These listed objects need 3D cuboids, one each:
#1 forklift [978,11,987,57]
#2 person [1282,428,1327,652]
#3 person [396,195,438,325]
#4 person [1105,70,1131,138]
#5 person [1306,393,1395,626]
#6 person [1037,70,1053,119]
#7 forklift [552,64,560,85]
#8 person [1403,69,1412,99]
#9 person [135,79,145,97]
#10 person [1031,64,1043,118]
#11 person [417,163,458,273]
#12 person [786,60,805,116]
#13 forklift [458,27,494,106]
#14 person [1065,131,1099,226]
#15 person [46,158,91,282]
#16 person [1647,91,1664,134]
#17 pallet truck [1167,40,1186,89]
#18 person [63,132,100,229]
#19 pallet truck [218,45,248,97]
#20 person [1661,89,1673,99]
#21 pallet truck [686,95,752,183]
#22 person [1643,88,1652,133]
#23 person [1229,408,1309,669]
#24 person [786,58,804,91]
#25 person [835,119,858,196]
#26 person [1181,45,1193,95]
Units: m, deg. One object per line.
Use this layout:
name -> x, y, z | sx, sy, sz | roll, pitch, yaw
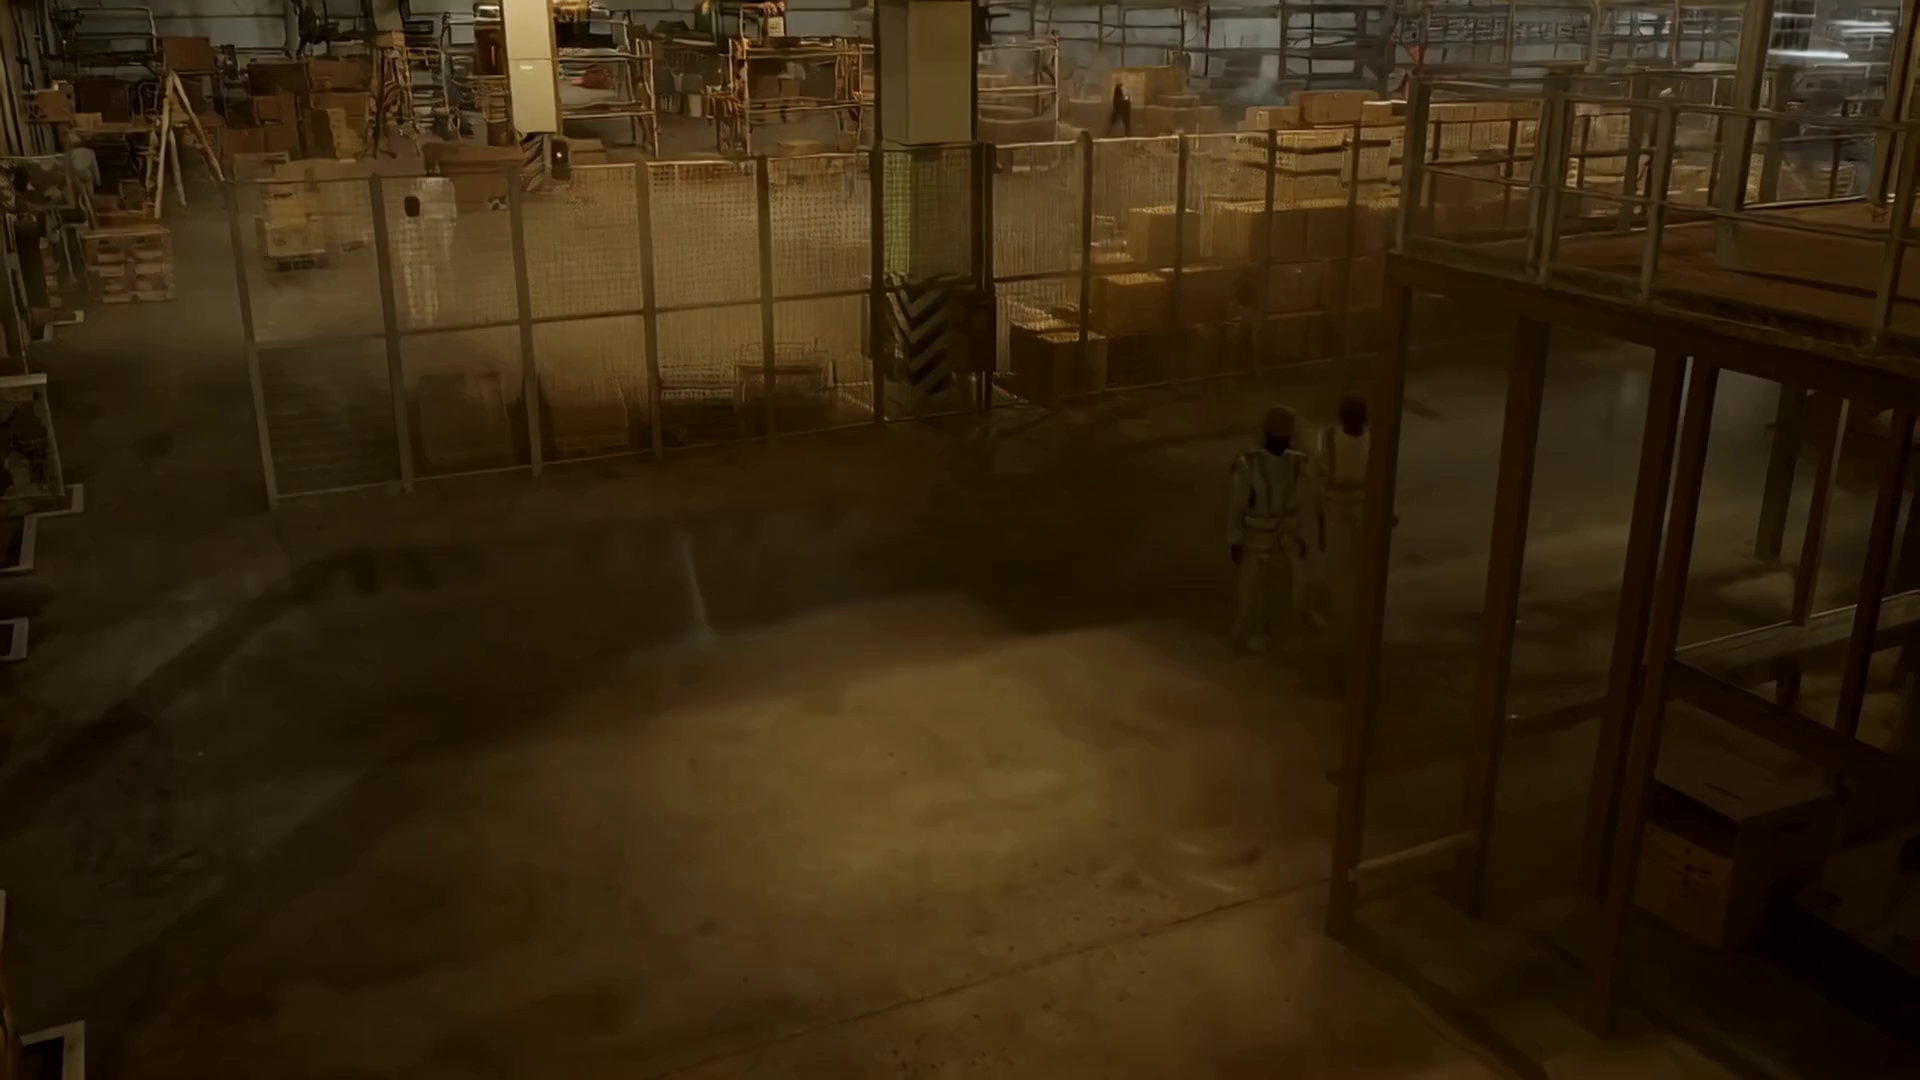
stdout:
forklift -> 0.994, -25.110, 83.459 | 1.873, 2.768, 1.129 | -9, 21, -25
person -> 2.521, -0.006, 12.455 | 0.522, 1.710, 0.404 | -9, 21, -25
person -> -7.802, -4.022, 23.898 | 0.627, 1.844, 0.429 | 5, 20, 13
person -> 4.757, -13.056, 49.785 | 0.840, 2.000, 0.692 | -8, 21, -23
person -> 3.029, -0.234, 12.914 | 0.627, 1.840, 0.836 | 3, 19, 9
person -> 2.853, -15.025, 56.129 | 0.708, 1.608, 0.541 | -5, 20, -13
forklift -> -18.281, -20.877, 71.189 | 1.129, 2.768, 1.873 | 14, 23, 34
person -> 13.858, -13.587, 51.507 | 0.390, 1.920, 0.587 | 2, 19, 7
person -> -25.249, -13.415, 51.449 | 0.523, 1.631, 0.323 | 8, 20, 21
person -> 2.539, -14.789, 55.085 | 0.423, 1.854, 0.644 | -3, 19, -9
person -> -8.823, -5.458, 28.145 | 0.652, 1.797, 0.980 | -2, 19, -6
person -> -5.799, -15.619, 57.483 | 0.988, 1.853, 0.644 | 8, 21, 23
forklift -> -17.424, -17.343, 60.945 | 1.873, 2.768, 1.129 | -9, 21, -25
person -> 2.392, -7.047, 32.618 | 0.642, 1.887, 1.039 | -6, 20, -18
person -> -14.510, -5.215, 27.141 | 0.614, 1.982, 0.409 | -17, 25, -40
person -> 18.552, -10.938, 44.017 | 0.441, 1.822, 0.636 | -6, 20, -16
pallet truck -> 9.045, -19.971, 69.895 | 0.823, 1.965, 1.885 | -3, 19, -8
person -> -17.104, -7.002, 32.462 | 0.578, 1.896, 0.766 | -17, 25, -41
pallet truck -> -28.879, -18.665, 66.111 | 0.823, 1.965, 1.885 | -3, 19, -9
person -> 18.488, -10.819, 43.518 | 0.470, 1.891, 0.606 | 9, 21, 24
pallet truck -> -5.836, -9.608, 39.856 | 0.823, 1.965, 1.885 | 10, 22, 27
person -> 19.381, -12.000, 47.261 | 0.549, 1.678, 0.376 | -7, 20, -20
person -> 2.251, -0.020, 12.137 | 0.614, 1.947, 0.388 | -7, 20, -18
person -> -6.016, -16.740, 60.686 | 0.642, 1.905, 0.981 | 1, 19, 3
person -> -2.553, -8.613, 37.441 | 0.535, 1.694, 0.321 | 5, 20, 14
person -> 9.083, -18.952, 67.027 | 0.399, 1.947, 0.734 | -5, 20, -15
